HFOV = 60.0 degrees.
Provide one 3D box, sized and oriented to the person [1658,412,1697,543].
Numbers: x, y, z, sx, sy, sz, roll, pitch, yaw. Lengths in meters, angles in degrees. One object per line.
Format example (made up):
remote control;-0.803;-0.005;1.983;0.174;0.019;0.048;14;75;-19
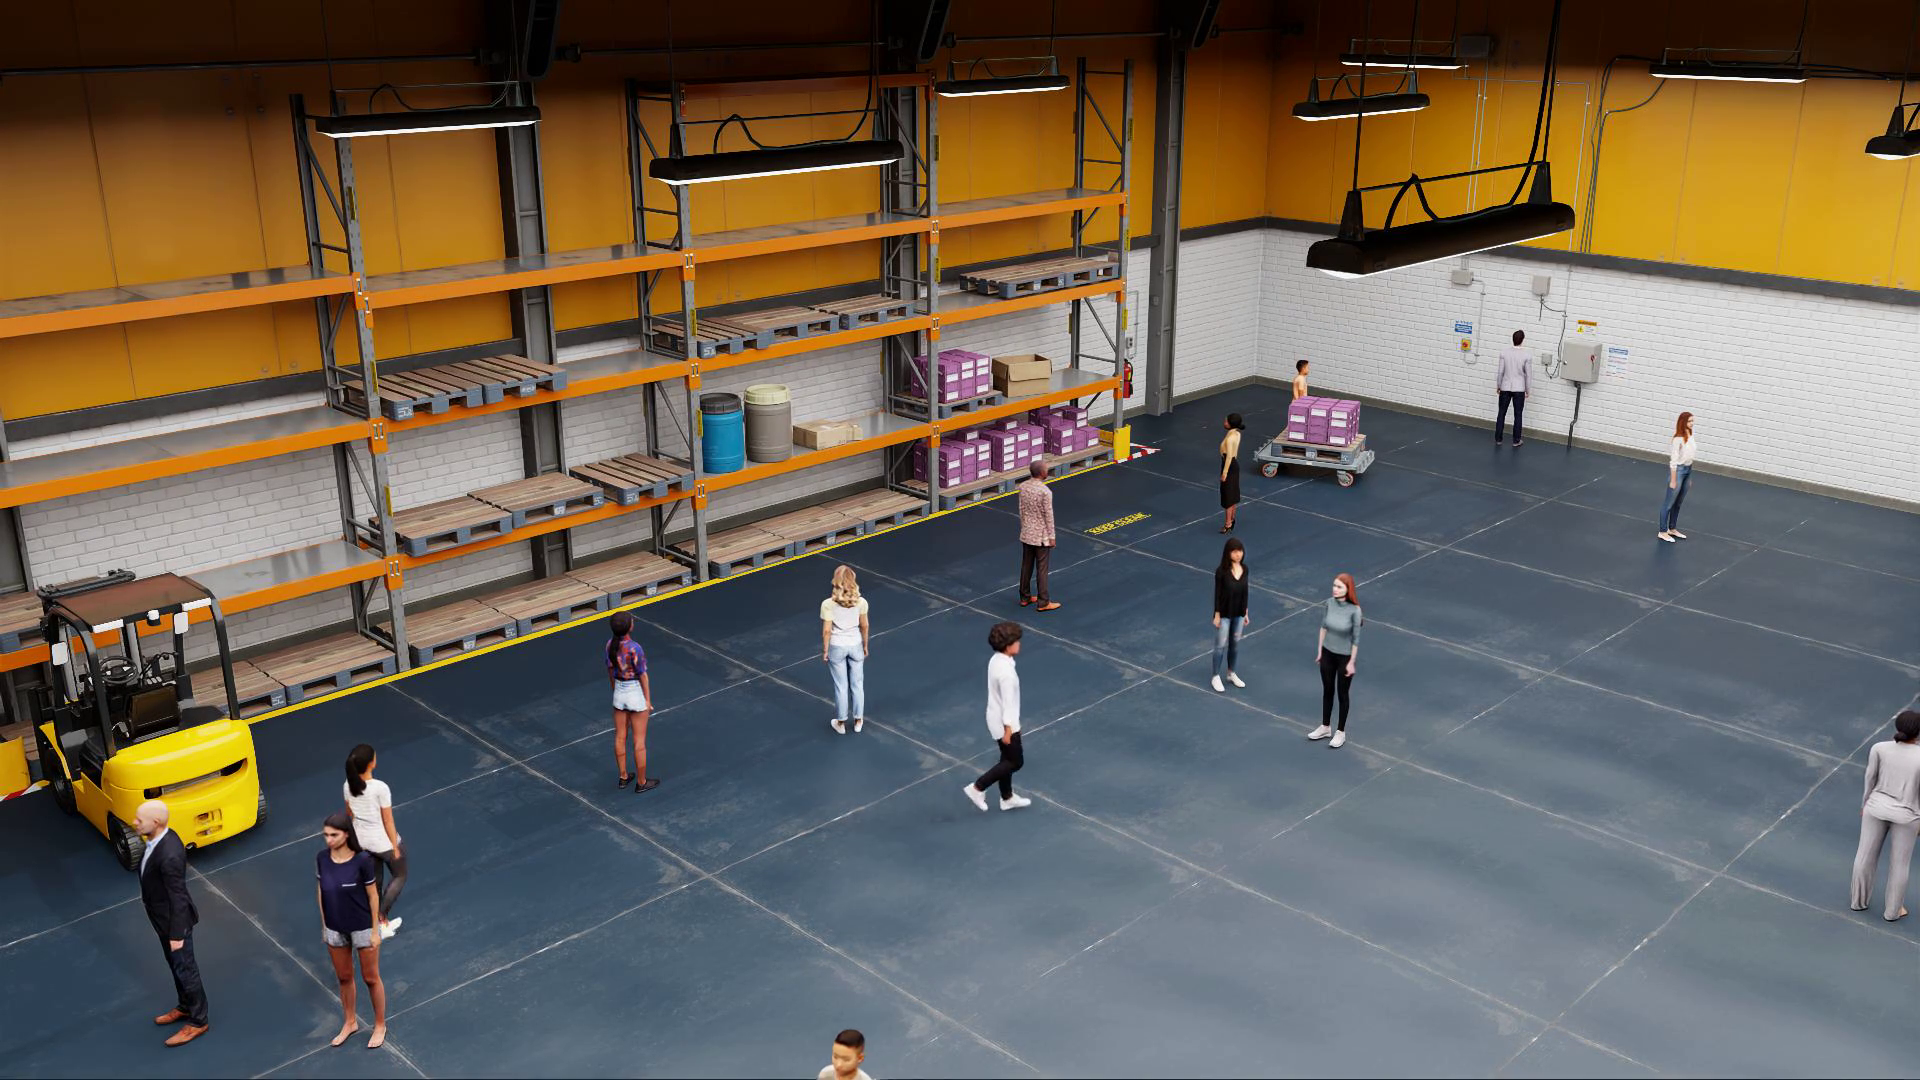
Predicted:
person;9.520;-0.858;22.032;0.498;1.729;0.669;-13;22;-33

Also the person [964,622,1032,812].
person;0.322;1.585;14.678;0.985;1.792;0.885;-4;19;-10

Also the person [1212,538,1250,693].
person;2.818;0.754;17.374;0.562;1.647;0.689;-8;20;-23

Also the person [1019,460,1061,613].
person;0.900;-0.065;19.554;0.577;1.808;0.673;-17;25;-40

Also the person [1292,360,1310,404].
person;5.331;-2.119;26.201;0.641;1.456;0.583;0;19;-1

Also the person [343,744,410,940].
person;-4.495;2.346;12.662;0.714;1.637;0.785;6;20;18

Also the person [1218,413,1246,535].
person;3.615;-0.901;22.278;0.699;1.653;0.586;8;20;22

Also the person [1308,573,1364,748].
person;3.652;1.146;16.060;0.552;1.743;0.586;-15;24;-38

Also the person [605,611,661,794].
person;-3.013;1.453;15.148;0.650;1.743;0.615;10;21;26

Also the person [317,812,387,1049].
person;-4.193;2.674;11.486;0.663;1.766;0.700;3;19;8

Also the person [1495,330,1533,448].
person;8.804;-2.425;26.495;0.744;1.850;0.679;9;21;25

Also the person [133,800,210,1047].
person;-5.491;2.621;11.588;0.621;1.800;0.700;-14;23;-35

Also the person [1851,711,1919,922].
person;7.344;2.149;13.089;0.646;1.737;0.545;16;24;38

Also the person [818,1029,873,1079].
person;-0.590;3.453;9.669;0.829;1.448;1.067;7;20;20

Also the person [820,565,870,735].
person;-1.117;1.074;16.305;0.650;1.723;0.770;-5;19;-15
